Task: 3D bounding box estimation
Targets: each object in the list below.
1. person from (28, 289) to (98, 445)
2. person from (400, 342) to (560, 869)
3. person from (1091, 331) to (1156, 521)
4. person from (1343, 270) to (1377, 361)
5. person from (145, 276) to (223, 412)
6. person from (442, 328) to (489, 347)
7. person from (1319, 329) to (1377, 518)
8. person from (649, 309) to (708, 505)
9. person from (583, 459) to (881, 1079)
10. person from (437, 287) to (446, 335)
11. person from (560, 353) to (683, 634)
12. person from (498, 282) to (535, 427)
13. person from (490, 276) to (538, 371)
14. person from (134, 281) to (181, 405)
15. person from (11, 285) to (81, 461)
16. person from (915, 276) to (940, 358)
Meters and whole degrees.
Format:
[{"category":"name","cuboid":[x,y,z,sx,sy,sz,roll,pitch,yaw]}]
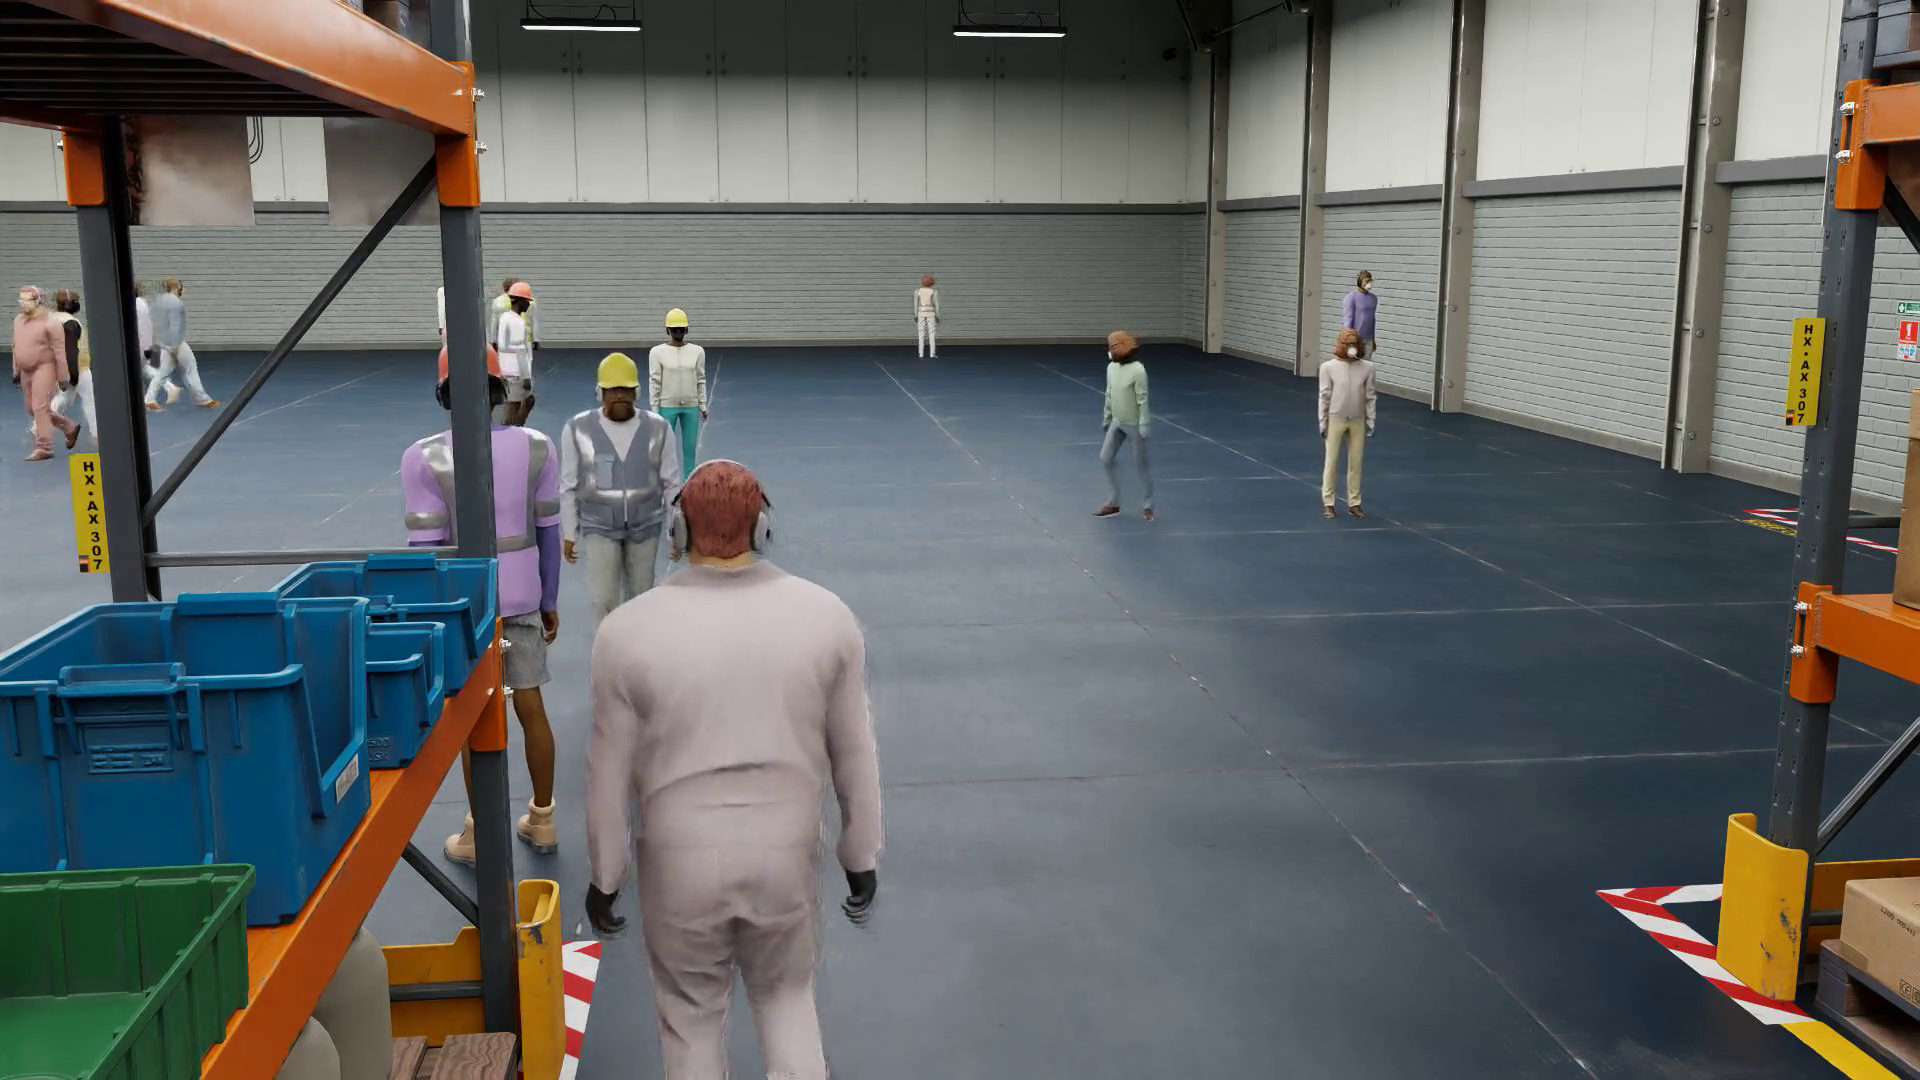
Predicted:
[{"category":"person","cuboid":[-10.323,-1.989,19.214,0.875,1.811,0.630,-10,14,-43]},{"category":"person","cuboid":[-1.822,0.239,6.363,0.609,2.040,0.395,-8,13,-39]},{"category":"person","cuboid":[1.401,-0.968,14.160,0.509,1.597,0.584,-7,13,-35]},{"category":"person","cuboid":[5.593,-2.788,23.237,0.628,1.940,0.377,-7,13,-35]},{"category":"person","cuboid":[-10.834,-2.693,22.924,1.032,1.876,0.654,-9,13,-40]},{"category":"person","cuboid":[-5.699,-1.951,19.216,0.519,1.733,0.865,-4,11,-23]},{"category":"person","cuboid":[3.330,-0.998,14.283,0.498,1.626,0.298,-1,10,-5]},{"category":"person","cuboid":[-2.526,-1.195,14.976,0.532,1.767,0.328,-5,11,-25]},{"category":"person","cuboid":[-0.536,0.754,3.963,0.689,1.885,0.467,-4,11,-20]},{"category":"person","cuboid":[-8.476,-3.617,27.933,0.574,1.882,0.358,-8,13,-36]},{"category":"person","cuboid":[-1.708,-0.041,8.513,0.621,1.809,0.732,-3,11,-18]},{"category":"person","cuboid":[-4.798,-1.843,18.113,0.530,1.912,0.591,-5,12,-28]},{"category":"person","cuboid":[-6.493,-2.915,24.212,0.662,1.830,0.473,-4,11,-23]},{"category":"person","cuboid":[-11.524,-2.759,23.449,0.872,1.809,0.628,-7,12,-33]},{"category":"person","cuboid":[-9.950,-1.823,18.091,0.633,1.887,0.727,5,11,26]},{"category":"person","cuboid":[-0.650,-4.415,33.028,0.543,1.627,0.343,3,11,16]}]
